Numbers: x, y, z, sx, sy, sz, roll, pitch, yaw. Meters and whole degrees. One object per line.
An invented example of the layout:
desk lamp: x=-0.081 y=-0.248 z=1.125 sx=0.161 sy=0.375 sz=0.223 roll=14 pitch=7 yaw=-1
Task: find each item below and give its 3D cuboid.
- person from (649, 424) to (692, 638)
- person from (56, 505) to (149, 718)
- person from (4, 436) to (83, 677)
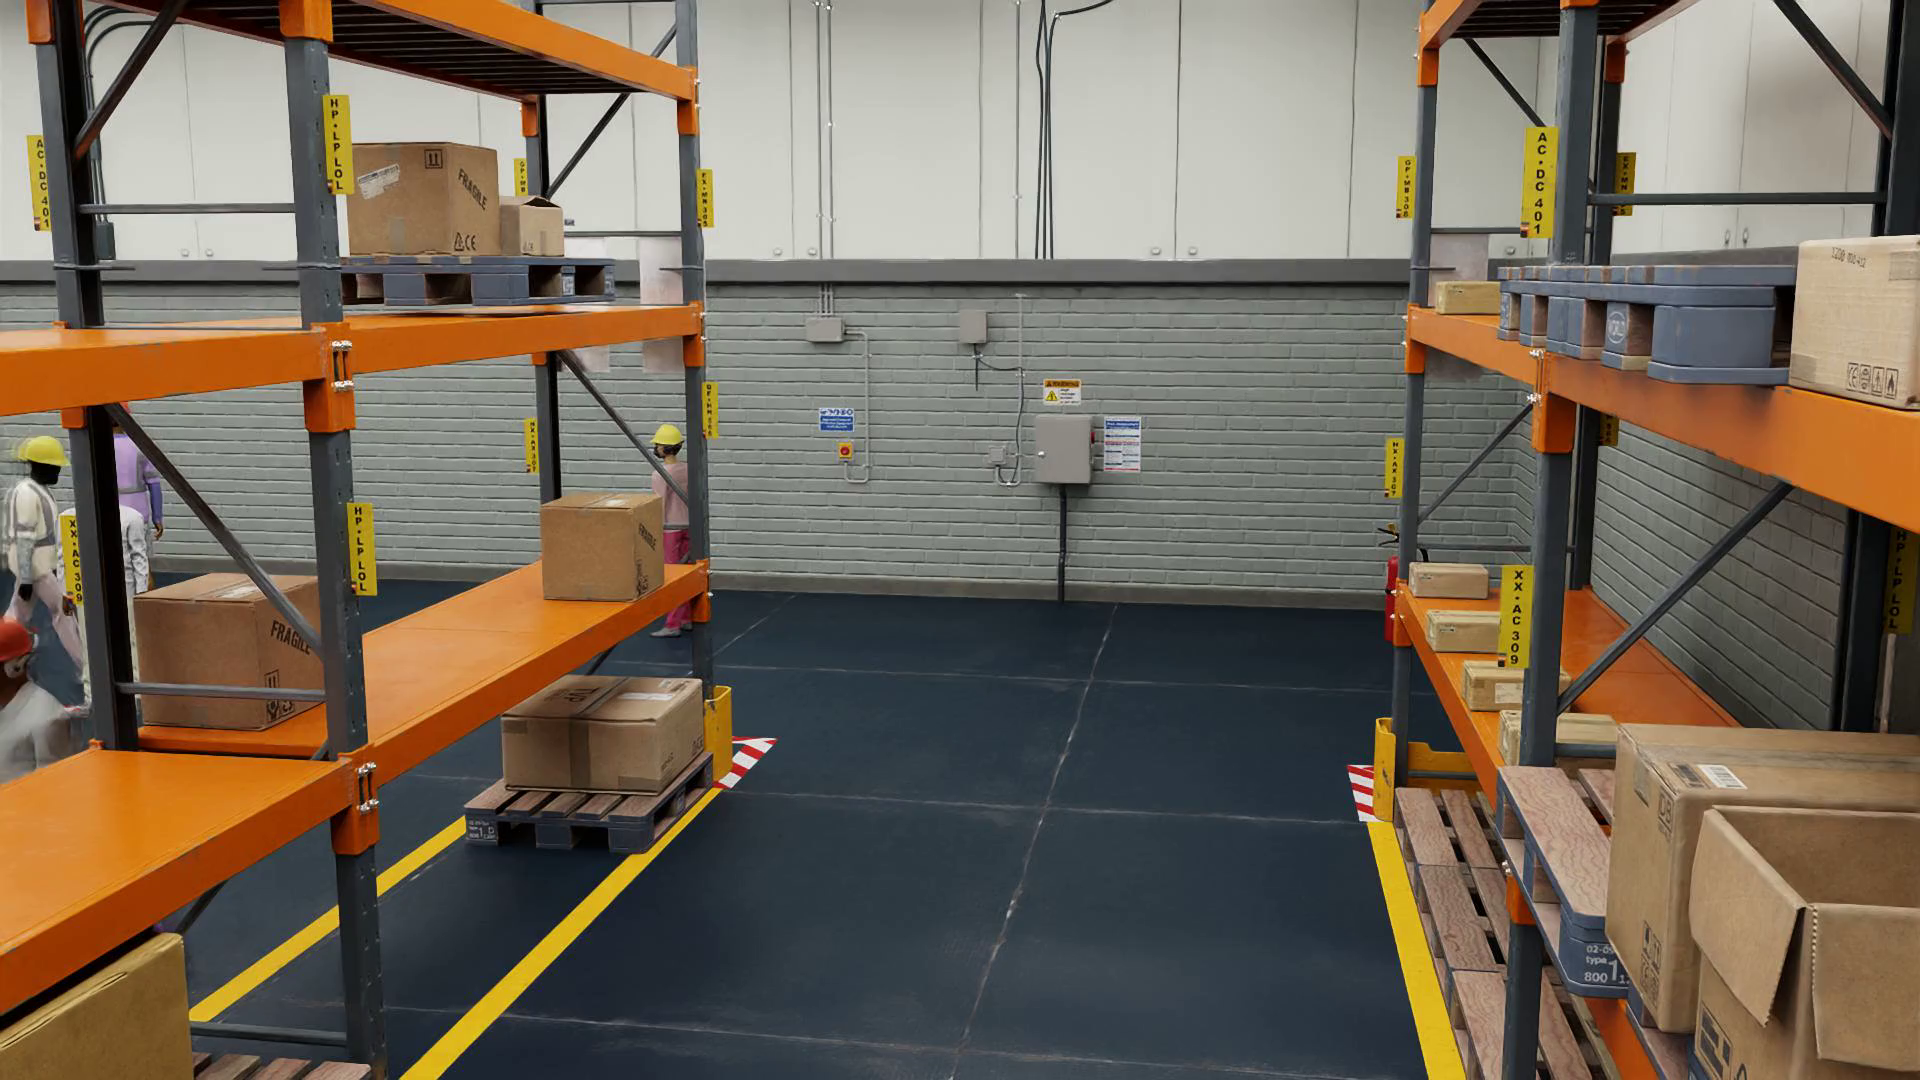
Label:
person: x=-2.394 y=-0.073 z=13.784 sx=0.302 sy=1.772 sz=0.525 roll=3 pitch=10 yaw=20
person: x=-5.830 y=0.331 z=11.320 sx=0.572 sy=1.755 sz=0.319 roll=-2 pitch=9 yaw=-13
person: x=-6.619 y=0.182 z=11.955 sx=0.967 sy=1.864 sz=0.598 roll=-5 pitch=10 yaw=-28
